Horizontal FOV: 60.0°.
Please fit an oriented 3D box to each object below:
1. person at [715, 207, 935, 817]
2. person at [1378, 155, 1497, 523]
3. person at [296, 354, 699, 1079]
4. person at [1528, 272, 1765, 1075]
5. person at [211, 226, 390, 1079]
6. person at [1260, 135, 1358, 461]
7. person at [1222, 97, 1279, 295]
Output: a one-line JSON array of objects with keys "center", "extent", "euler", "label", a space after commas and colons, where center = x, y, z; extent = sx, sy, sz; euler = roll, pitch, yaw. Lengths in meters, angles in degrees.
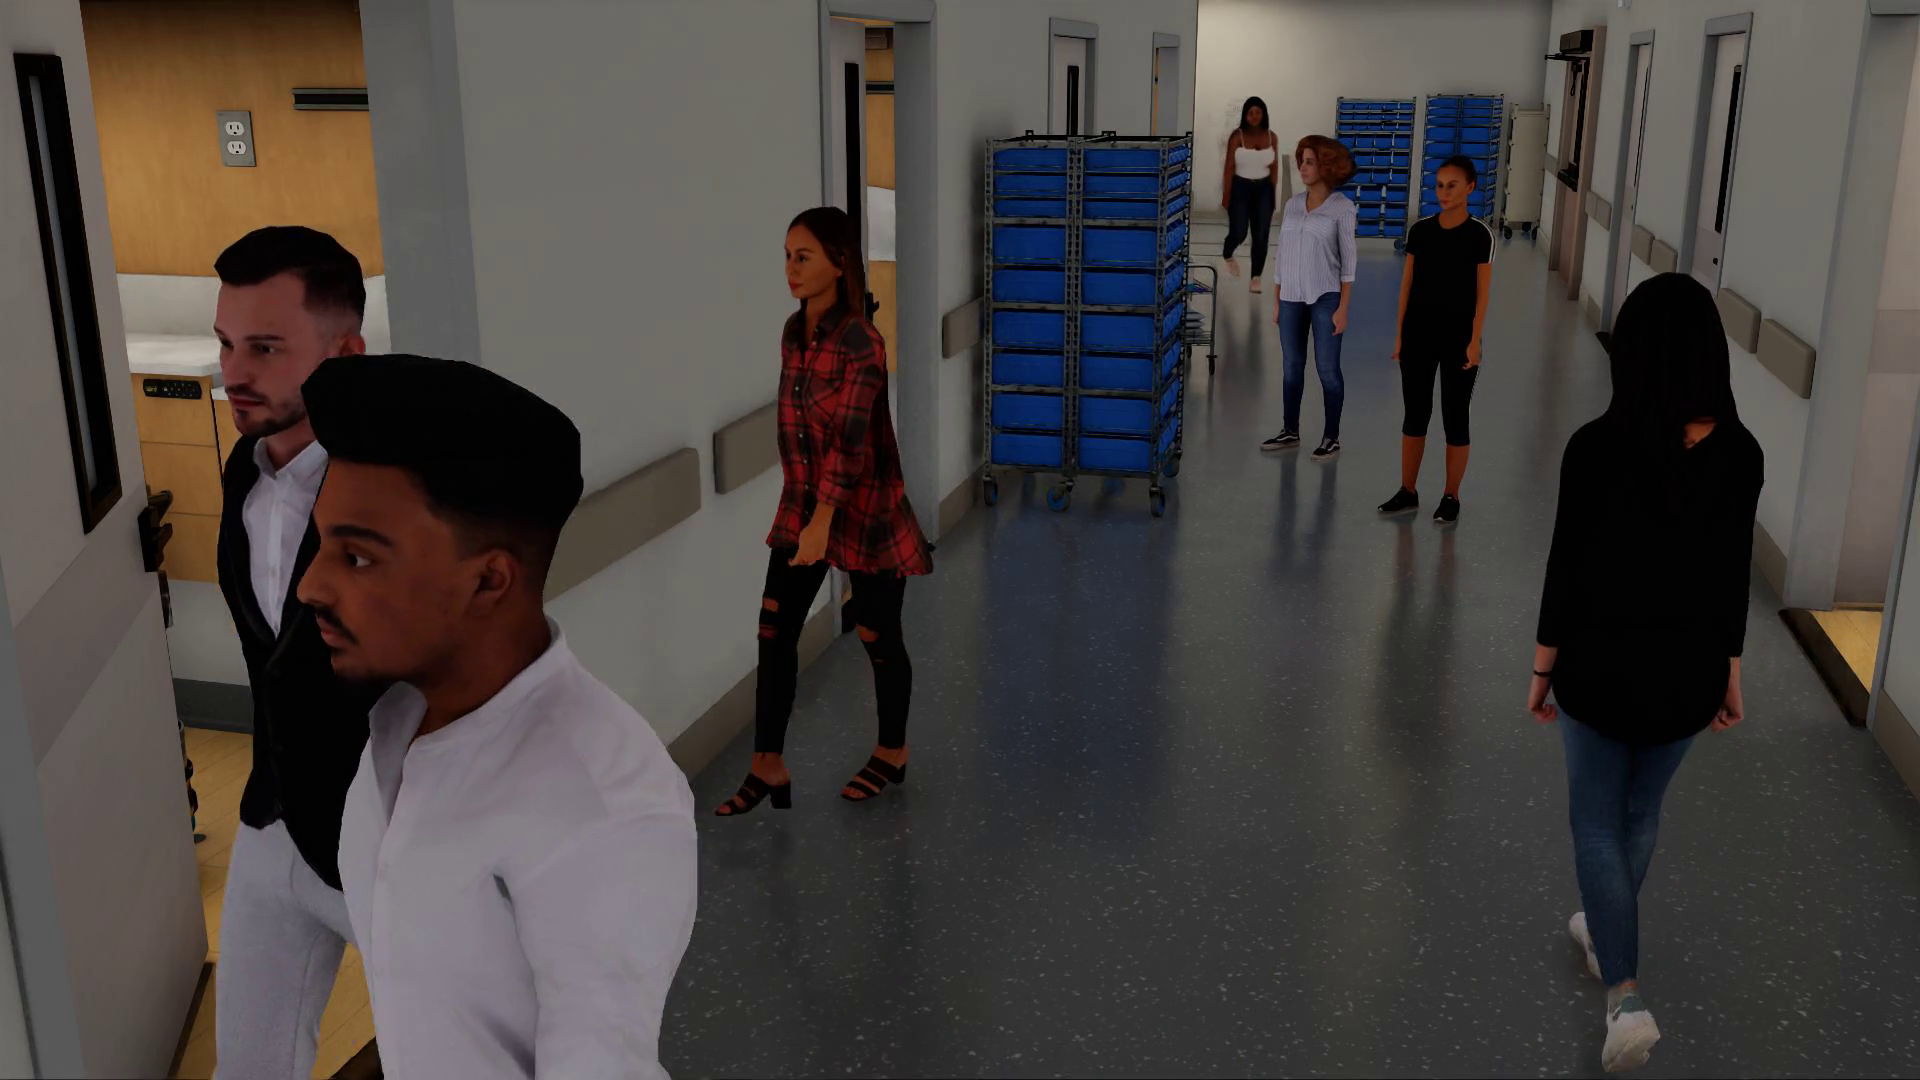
[{"center": [-0.249, -0.053, 4.566], "extent": [0.958, 1.676, 0.842], "euler": [-15, 22, -42], "label": "person"}, {"center": [2.233, -0.935, 7.704], "extent": [0.651, 1.669, 0.644], "euler": [13, 20, 38], "label": "person"}, {"center": [-0.331, 0.698, 1.721], "extent": [1.215, 1.773, 1.039], "euler": [-14, 21, -41], "label": "person"}, {"center": [1.411, 0.299, 3.423], "extent": [0.684, 1.617, 1.064], "euler": [2, 16, 5], "label": "person"}, {"center": [-0.812, 0.451, 2.565], "extent": [0.942, 1.791, 1.288], "euler": [10, 19, 32], "label": "person"}, {"center": [1.918, -1.315, 8.971], "extent": [0.744, 1.714, 0.764], "euler": [15, 22, 43], "label": "person"}, {"center": [2.703, -3.218, 15.591], "extent": [0.857, 1.784, 1.075], "euler": [-2, 16, -5], "label": "person"}]
